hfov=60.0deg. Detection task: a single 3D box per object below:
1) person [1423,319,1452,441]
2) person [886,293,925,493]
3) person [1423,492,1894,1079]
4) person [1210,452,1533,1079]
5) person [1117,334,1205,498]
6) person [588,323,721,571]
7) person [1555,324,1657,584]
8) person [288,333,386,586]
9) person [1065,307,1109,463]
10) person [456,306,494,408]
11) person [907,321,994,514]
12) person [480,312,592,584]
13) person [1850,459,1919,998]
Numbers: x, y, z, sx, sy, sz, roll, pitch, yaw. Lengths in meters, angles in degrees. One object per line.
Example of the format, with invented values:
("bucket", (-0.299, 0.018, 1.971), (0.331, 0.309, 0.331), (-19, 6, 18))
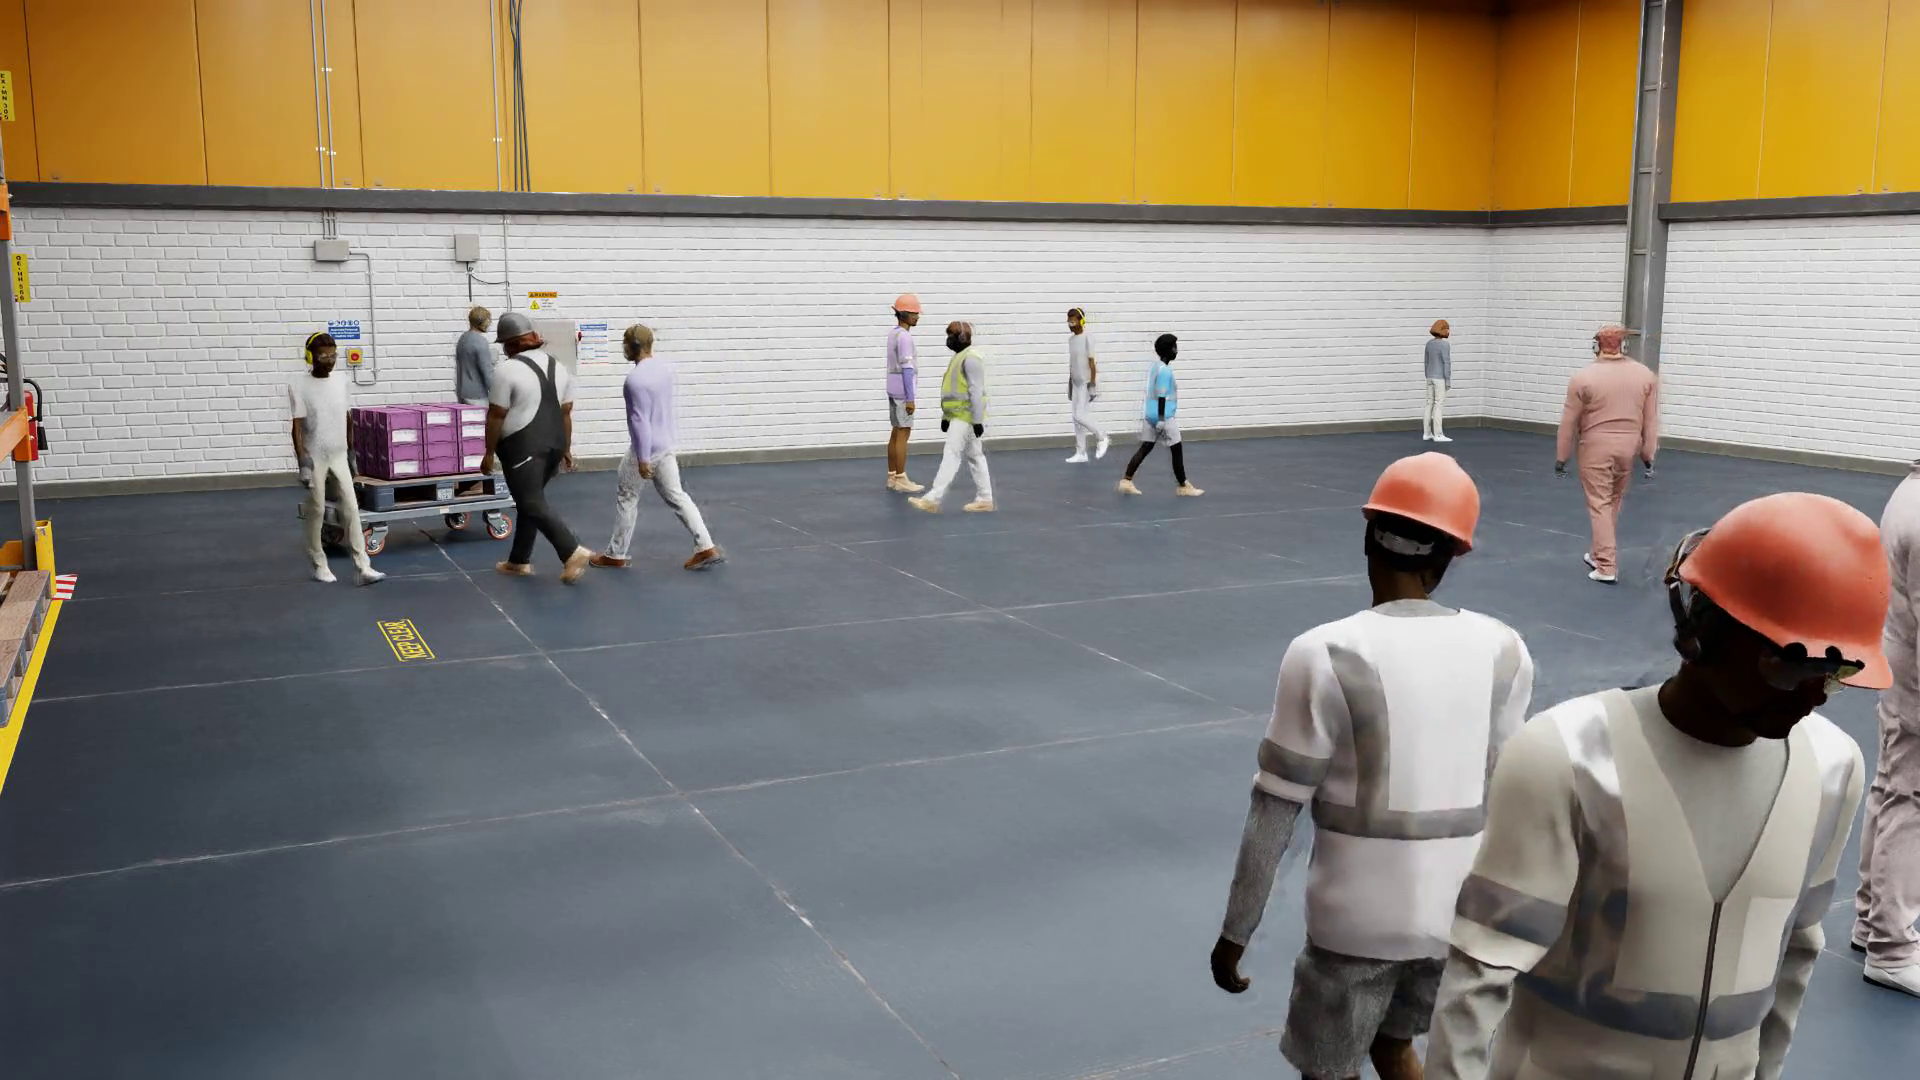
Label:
("person", (6.408, -2.135, 22.295), (0.286, 1.632, 0.498), (-3, 10, -20))
("person", (-0.559, -1.507, 17.127), (0.395, 2.042, 0.611), (-2, 9, -15))
("person", (0.987, 0.880, 2.597), (0.767, 1.968, 1.036), (-1, 9, -7))
("person", (0.853, 0.775, 3.455), (0.628, 1.902, 0.405), (-3, 10, -21))
("person", (1.995, -1.243, 16.685), (0.863, 1.654, 0.534), (-1, 9, -5))
("person", (-2.301, -0.689, 12.579), (1.036, 1.892, 0.645), (3, 10, 16))
("person", (4.720, -0.654, 12.328), (0.679, 1.873, 0.877), (-1, 9, -6))
("person", (-4.483, -0.558, 11.899), (0.895, 1.822, 0.560), (8, 12, 41))
("person", (1.474, -1.834, 19.747), (0.497, 1.848, 0.565), (-5, 10, -28))
("person", (-5.019, -1.461, 17.290), (0.414, 1.909, 0.640), (-7, 11, -37))
("person", (-0.088, -1.139, 15.579), (0.911, 1.800, 0.661), (-2, 9, -9))
("person", (-3.084, -0.707, 12.173), (0.955, 2.000, 0.686), (5, 10, 27))
("person", (3.099, 0.475, 5.257), (0.401, 1.906, 0.651), (4, 10, 24))
